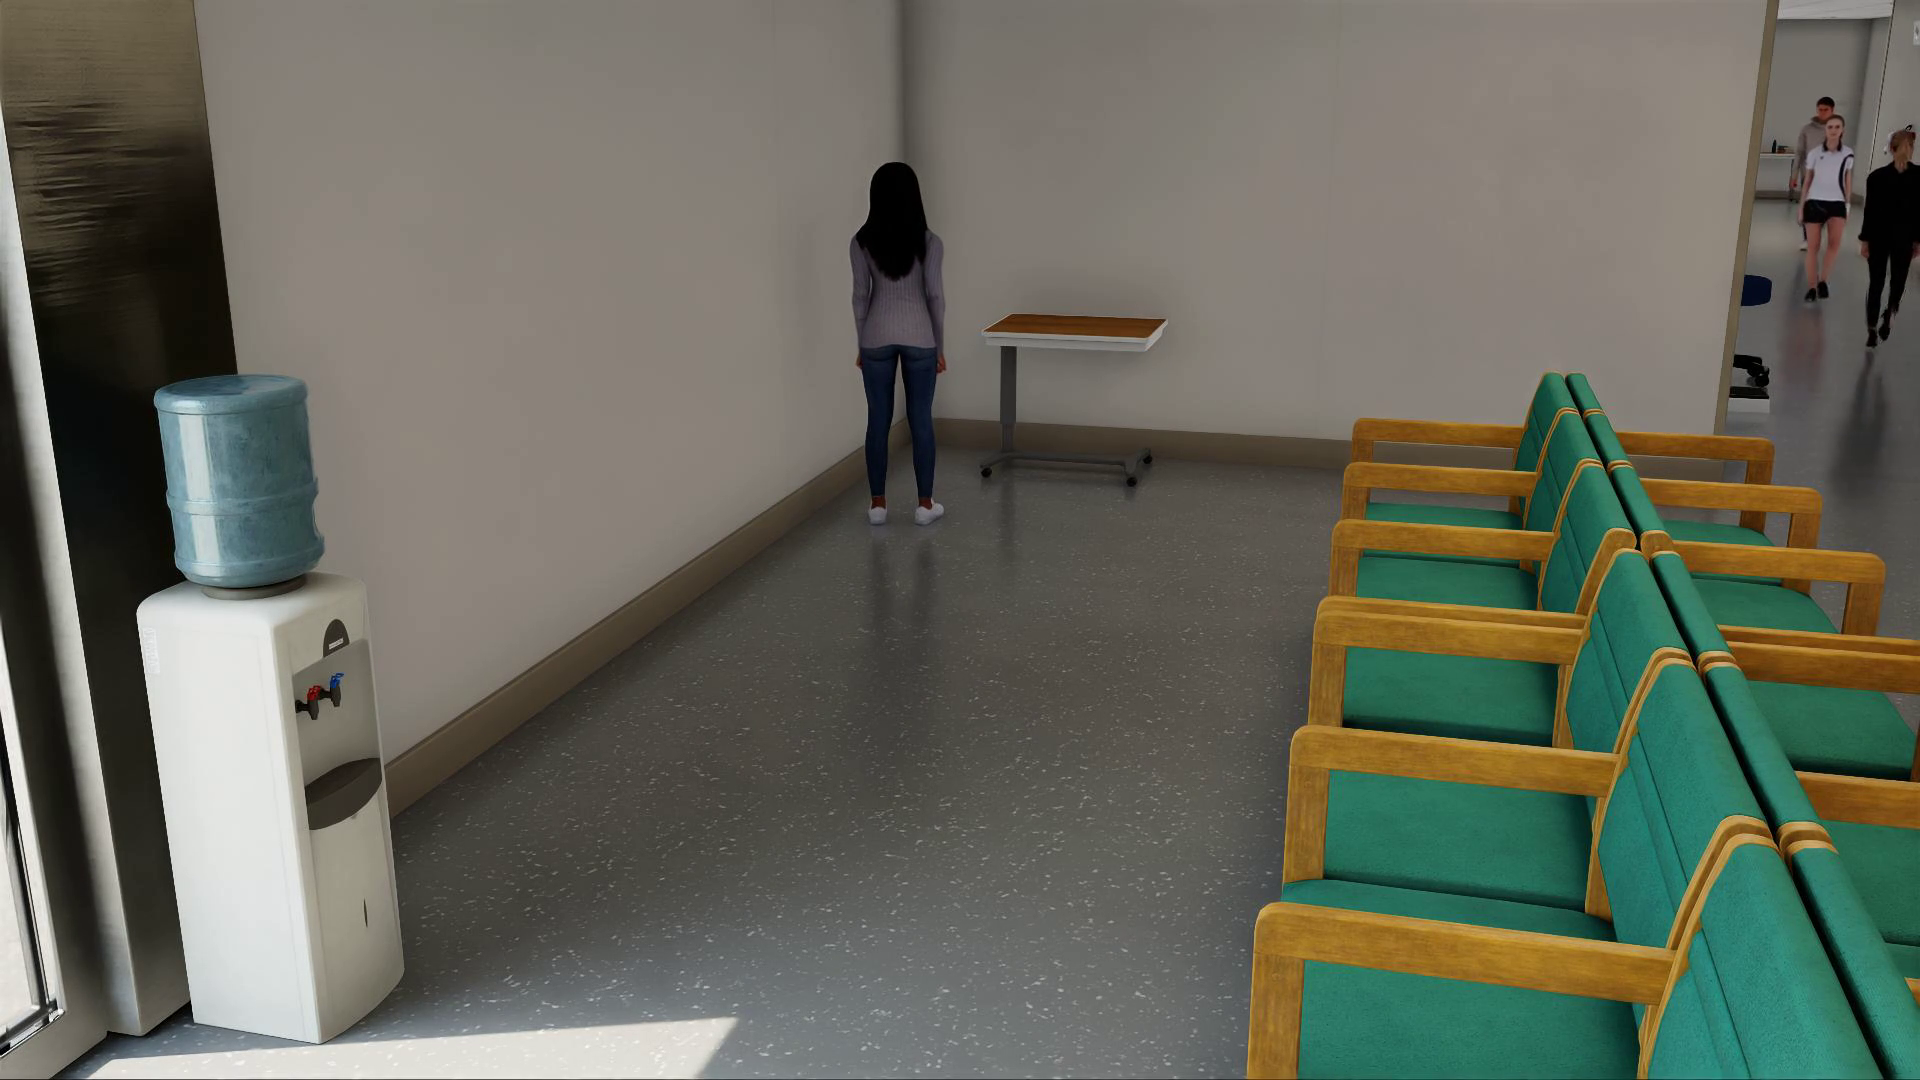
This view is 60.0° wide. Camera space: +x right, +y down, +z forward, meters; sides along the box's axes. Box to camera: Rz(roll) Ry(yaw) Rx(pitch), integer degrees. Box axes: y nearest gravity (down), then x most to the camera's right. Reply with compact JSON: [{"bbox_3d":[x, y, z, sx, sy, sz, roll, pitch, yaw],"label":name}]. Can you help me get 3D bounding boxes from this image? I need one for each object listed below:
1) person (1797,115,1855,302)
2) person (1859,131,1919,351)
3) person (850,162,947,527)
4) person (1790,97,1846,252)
[{"bbox_3d":[8.225,-3.139,15.818,0.603,1.738,0.702,7,17,24],"label":"person"},{"bbox_3d":[7.228,-2.289,12.891,0.898,1.692,0.782,7,17,24],"label":"person"},{"bbox_3d":[-0.297,-0.933,7.999,0.522,1.736,0.700,1,16,5],"label":"person"},{"bbox_3d":[10.461,-4.443,20.257,0.711,1.840,0.838,10,18,30],"label":"person"}]
